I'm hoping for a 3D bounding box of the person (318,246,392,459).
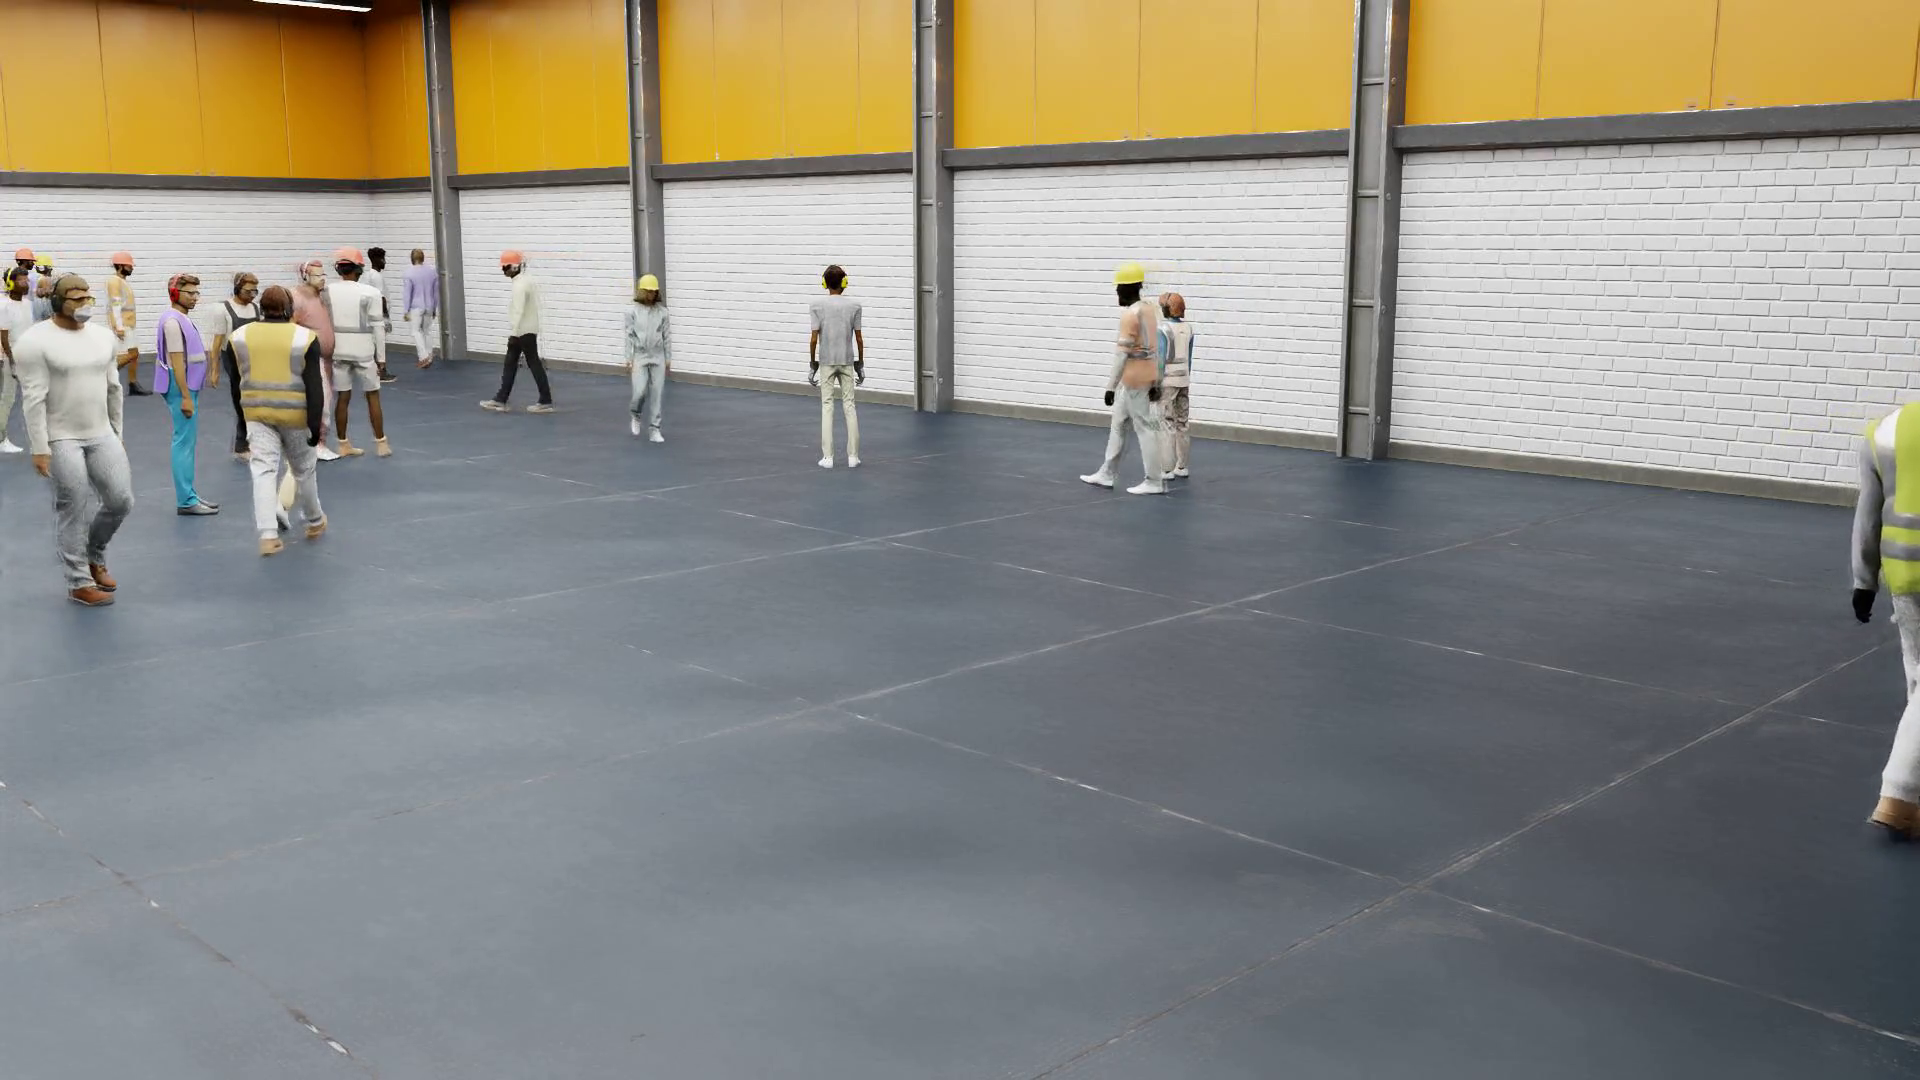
[{"bbox_3d":[-5.766,-1.770,15.858,0.615,2.028,0.422,-1,10,-4],"label":"person"}]

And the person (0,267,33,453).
[{"bbox_3d":[-9.104,-1.739,16.223,0.964,1.815,0.551,2,11,9],"label":"person"}]

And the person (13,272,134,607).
[{"bbox_3d":[-5.051,-0.566,9.542,0.424,1.923,0.640,6,12,28],"label":"person"}]

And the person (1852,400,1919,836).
[{"bbox_3d":[3.585,0.146,6.043,0.968,1.799,0.626,-7,12,-32],"label":"person"}]

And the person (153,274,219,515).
[{"bbox_3d":[-5.953,-1.109,12.742,0.392,1.839,0.563,-4,11,-20],"label":"person"}]

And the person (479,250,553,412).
[{"bbox_3d":[-5.359,-2.480,19.908,0.974,1.943,0.633,-3,11,-17],"label":"person"}]

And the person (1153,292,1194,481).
[{"bbox_3d":[1.848,-1.336,14.525,0.307,1.639,0.525,9,14,41],"label":"person"}]

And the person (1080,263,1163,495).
[{"bbox_3d":[1.315,-1.317,13.707,0.856,1.893,0.620,4,11,20],"label":"person"}]

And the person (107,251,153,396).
[{"bbox_3d":[-11.083,-2.854,22.024,0.503,1.923,0.577,-1,10,-7],"label":"person"}]

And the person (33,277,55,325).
[{"bbox_3d":[-10.981,-2.364,20.176,0.288,1.626,0.497,5,12,26],"label":"person"}]

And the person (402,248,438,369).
[{"bbox_3d":[-8.678,-3.726,26.776,0.449,1.943,0.639,8,13,38],"label":"person"}]

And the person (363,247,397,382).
[{"bbox_3d":[-8.453,-3.281,24.289,0.464,1.959,0.630,-7,13,-35],"label":"person"}]

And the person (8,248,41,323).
[{"bbox_3d":[-13.880,-3.364,24.785,0.545,1.933,0.376,4,11,20],"label":"person"}]

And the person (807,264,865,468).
[{"bbox_3d":[-1.141,-1.594,15.319,0.535,1.865,0.312,-2,11,-11],"label":"person"}]

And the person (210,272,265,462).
[{"bbox_3d":[-6.598,-1.575,15.415,0.805,1.787,0.580,5,12,27],"label":"person"}]

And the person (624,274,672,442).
[{"bbox_3d":[-3.232,-1.881,17.229,0.508,1.728,0.434,-6,12,-28],"label":"person"}]

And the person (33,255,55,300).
[{"bbox_3d":[-14.186,-3.504,25.828,0.403,1.828,0.597,-8,13,-38],"label":"person"}]

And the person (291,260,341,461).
[{"bbox_3d":[-6.021,-1.682,15.705,0.508,1.891,0.672,2,11,12],"label":"person"}]

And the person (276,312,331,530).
[{"bbox_3d":[-4.911,-0.889,12.197,0.510,1.599,0.794,1,10,5],"label":"person"}]

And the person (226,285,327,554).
[{"bbox_3d":[-4.646,-0.835,11.377,0.635,1.794,0.956,-1,10,-8],"label":"person"}]
